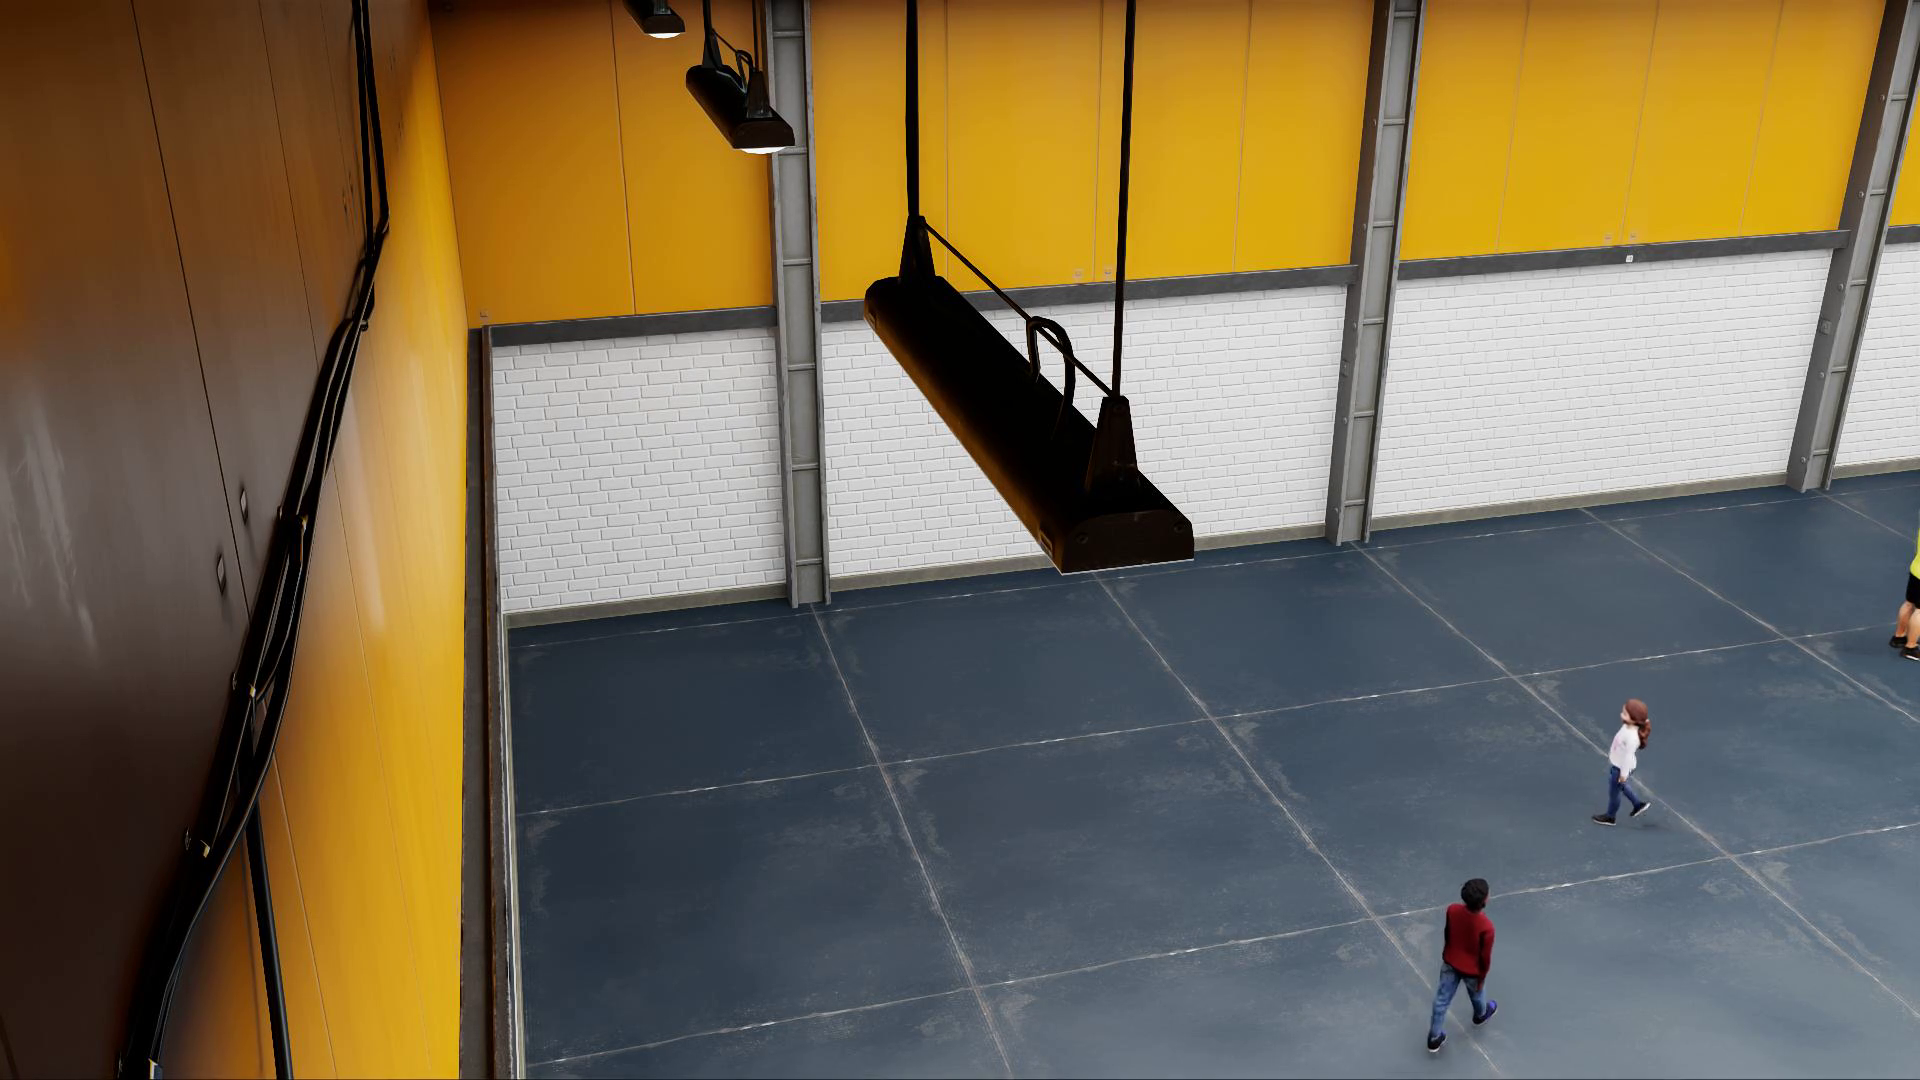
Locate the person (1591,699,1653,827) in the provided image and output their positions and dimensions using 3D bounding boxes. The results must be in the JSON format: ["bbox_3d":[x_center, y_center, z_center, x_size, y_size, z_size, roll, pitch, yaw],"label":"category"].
[{"bbox_3d":[5.218,1.732,12.941,0.713,1.105,0.617,7,25,16],"label":"person"}]

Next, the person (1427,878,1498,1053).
[{"bbox_3d":[3.162,2.715,10.547,0.777,1.221,0.940,22,32,40],"label":"person"}]

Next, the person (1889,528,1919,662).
[{"bbox_3d":[9.033,0.278,15.516,0.653,1.707,0.694,3,24,7],"label":"person"}]
